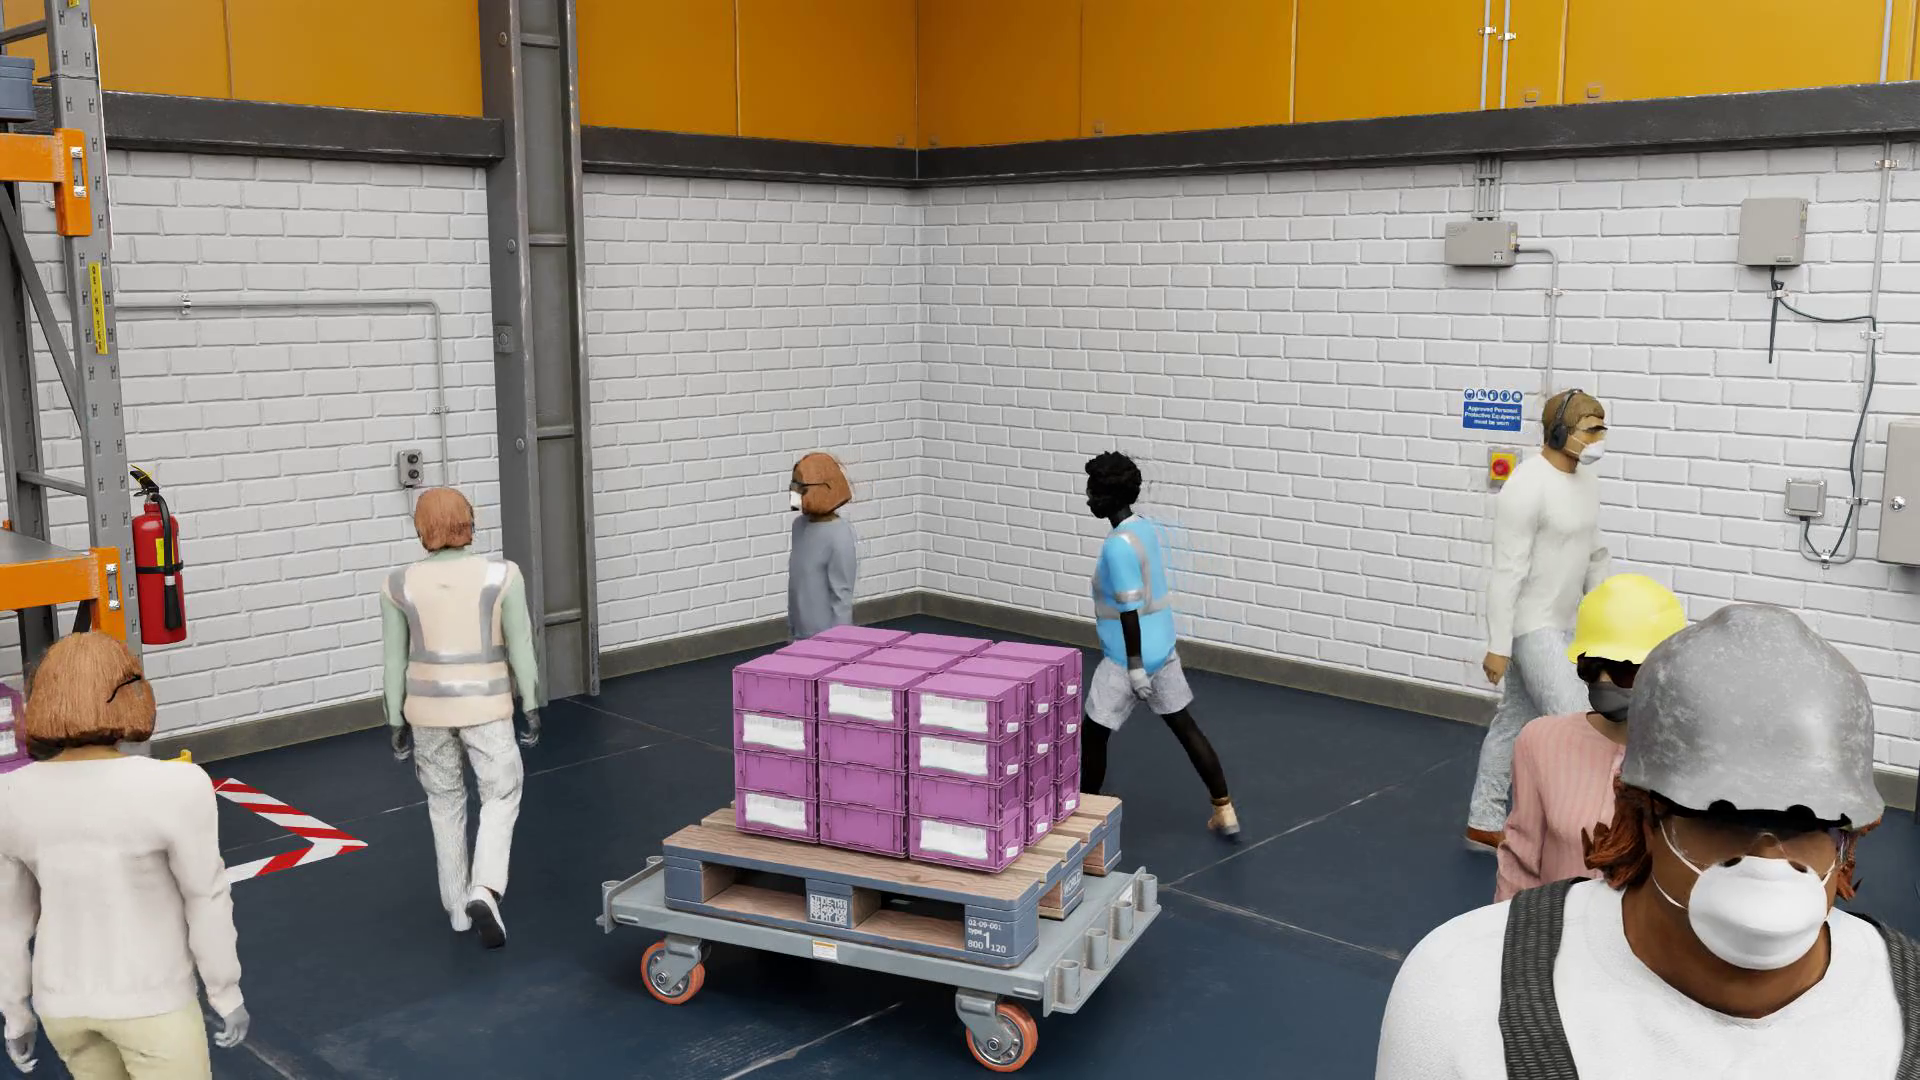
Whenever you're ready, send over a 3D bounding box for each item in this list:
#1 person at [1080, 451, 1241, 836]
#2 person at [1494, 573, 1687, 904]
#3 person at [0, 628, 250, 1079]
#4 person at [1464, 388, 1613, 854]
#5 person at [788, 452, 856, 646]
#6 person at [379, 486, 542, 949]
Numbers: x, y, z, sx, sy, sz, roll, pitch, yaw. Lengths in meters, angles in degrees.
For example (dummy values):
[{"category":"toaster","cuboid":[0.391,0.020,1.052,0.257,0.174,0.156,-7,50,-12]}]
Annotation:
[{"category":"person","cuboid":[0.760,0.453,6.751,0.838,1.649,0.568,3,10,19]},{"category":"person","cuboid":[1.336,0.937,3.409,0.531,1.767,0.328,9,13,42]},{"category":"person","cuboid":[-1.802,0.996,3.503,0.509,1.613,0.609,0,9,3]},{"category":"person","cuboid":[2.360,0.374,6.412,0.869,1.902,0.654,8,12,39]},{"category":"person","cuboid":[-0.549,0.432,6.940,0.604,1.614,0.513,-5,10,-27]},{"category":"person","cuboid":[-1.733,0.633,5.730,0.539,1.612,0.580,-1,9,-6]}]
